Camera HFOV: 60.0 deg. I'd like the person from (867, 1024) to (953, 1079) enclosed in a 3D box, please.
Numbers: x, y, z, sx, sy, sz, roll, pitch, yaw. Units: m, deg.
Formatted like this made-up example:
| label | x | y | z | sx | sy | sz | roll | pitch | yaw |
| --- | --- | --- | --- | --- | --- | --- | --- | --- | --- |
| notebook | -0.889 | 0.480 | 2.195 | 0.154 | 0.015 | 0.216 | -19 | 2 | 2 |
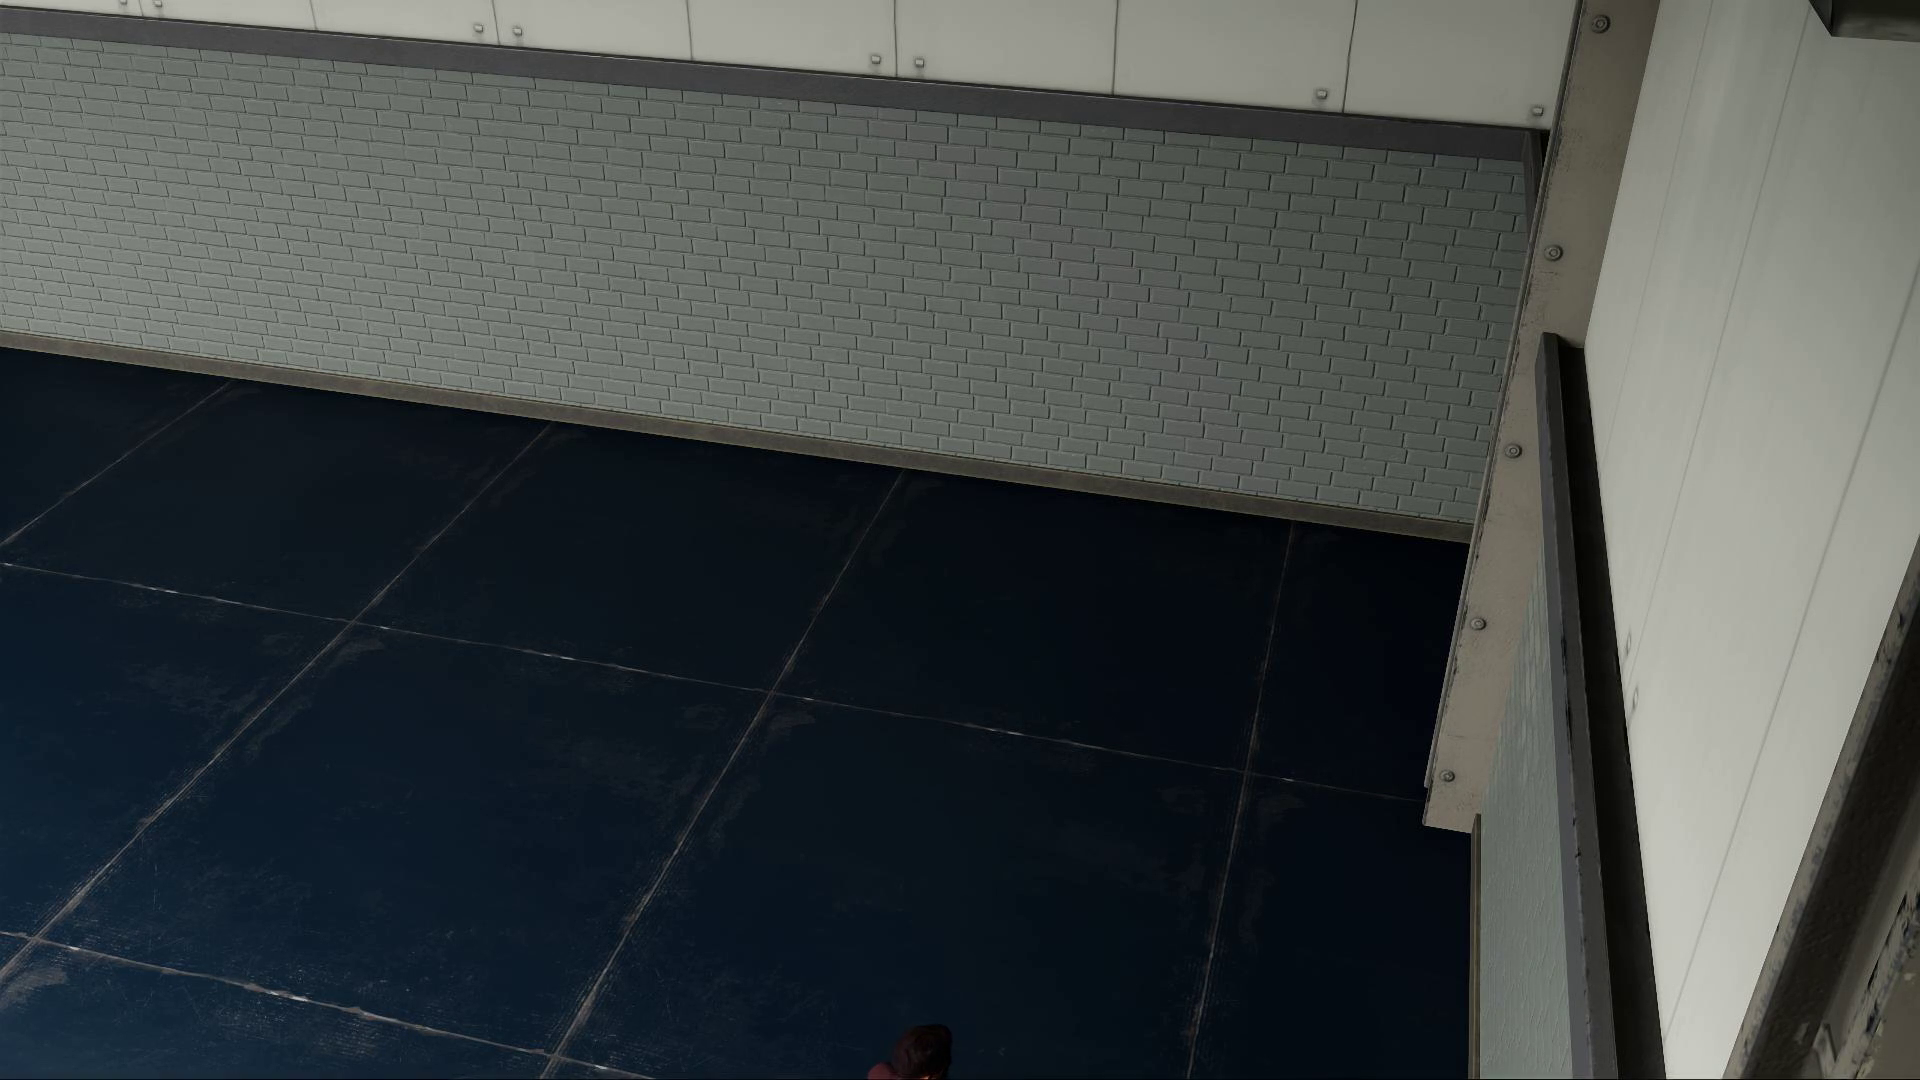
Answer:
| label | x | y | z | sx | sy | sz | roll | pitch | yaw |
| --- | --- | --- | --- | --- | --- | --- | --- | --- | --- |
| person | -0.162 | 2.529 | 6.309 | 0.839 | 1.865 | 0.758 | -14 | 35 | -20 |
